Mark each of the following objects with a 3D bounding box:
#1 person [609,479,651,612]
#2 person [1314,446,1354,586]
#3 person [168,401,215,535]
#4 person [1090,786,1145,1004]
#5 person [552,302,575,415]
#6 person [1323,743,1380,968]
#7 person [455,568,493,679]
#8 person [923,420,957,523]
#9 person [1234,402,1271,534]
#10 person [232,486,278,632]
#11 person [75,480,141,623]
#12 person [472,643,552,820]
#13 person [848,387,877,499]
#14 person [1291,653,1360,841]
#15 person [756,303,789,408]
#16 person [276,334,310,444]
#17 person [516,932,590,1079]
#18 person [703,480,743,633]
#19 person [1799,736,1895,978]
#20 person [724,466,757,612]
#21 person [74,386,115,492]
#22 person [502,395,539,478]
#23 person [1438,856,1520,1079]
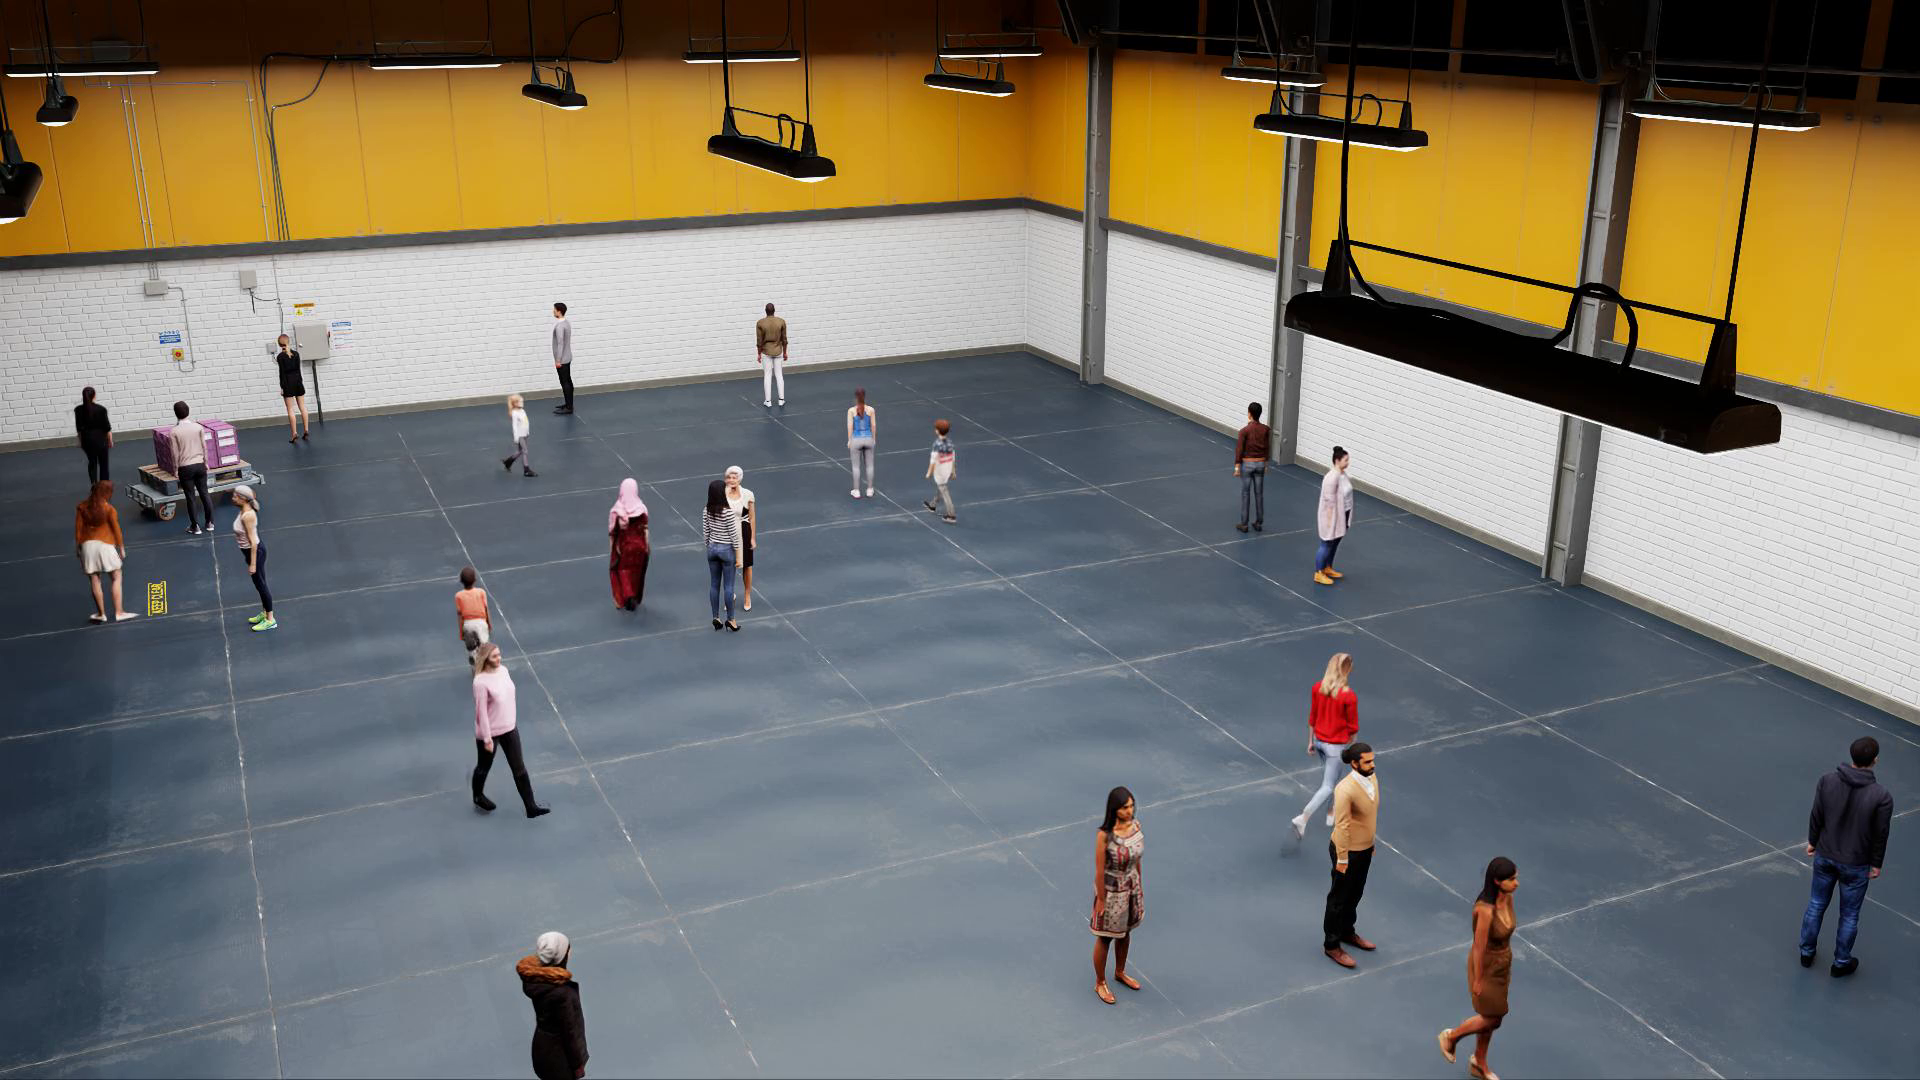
[{"bbox_3d":[-3.856,0.096,19.499,0.667,1.615,0.769,-8,20,-21],"label":"person"},{"bbox_3d":[4.611,-0.319,20.538,0.804,1.739,0.786,12,22,31],"label":"person"},{"bbox_3d":[-10.362,-0.984,22.405,0.687,1.808,0.662,-17,25,-41],"label":"person"},{"bbox_3d":[1.151,2.555,12.152,0.699,1.645,0.617,-15,23,-37],"label":"person"},{"bbox_3d":[-6.827,-3.145,28.641,0.880,1.923,0.717,-1,19,-4],"label":"person"},{"bbox_3d":[2.977,2.342,12.613,0.735,1.754,0.744,15,24,38],"label":"person"},{"bbox_3d":[-5.105,0.931,17.518,0.615,1.298,0.921,-4,19,-11],"label":"person"},{"bbox_3d":[-0.195,-0.925,22.870,1.006,1.400,0.787,15,24,37],"label":"person"},{"bbox_3d":[3.968,-0.984,22.456,0.685,1.776,0.574,-5,19,-14],"label":"person"},{"bbox_3d":[-8.101,0.188,19.092,0.658,1.701,0.470,-10,21,-26],"label":"person"},{"bbox_3d":[-10.011,0.139,19.262,0.775,1.686,0.672,-10,21,-27],"label":"person"},{"bbox_3d":[-4.172,1.694,14.716,1.185,1.639,1.027,10,21,28],"label":"person"},{"bbox_3d":[-1.415,-1.410,23.981,0.603,1.610,0.594,-5,19,-13],"label":"person"},{"bbox_3d":[3.146,1.808,14.322,0.890,1.676,1.089,-16,24,-40],"label":"person"},{"bbox_3d":[-3.288,-3.256,29.125,0.764,1.825,0.635,-5,19,-14],"label":"person"},{"bbox_3d":[-10.785,-2.453,26.829,0.679,1.768,0.653,12,22,31],"label":"person"},{"bbox_3d":[-2.501,3.169,10.342,0.736,1.636,0.605,-14,23,-35],"label":"person"},{"bbox_3d":[-2.719,0.182,18.961,0.609,1.797,0.699,9,21,26],"label":"person"},{"bbox_3d":[6.573,2.346,12.386,0.648,1.892,0.812,17,25,40],"label":"person"},{"bbox_3d":[-2.636,-0.028,19.646,0.708,1.756,0.712,2,19,7],"label":"person"},{"bbox_3d":[-12.387,-1.356,23.759,0.716,1.650,0.732,-2,19,-5],"label":"person"},{"bbox_3d":[-6.661,-1.566,24.981,0.781,1.267,0.800,2,19,6],"label":"person"},{"bbox_3d":[3.476,2.869,11.161,0.805,1.682,0.718,16,24,39],"label":"person"}]
